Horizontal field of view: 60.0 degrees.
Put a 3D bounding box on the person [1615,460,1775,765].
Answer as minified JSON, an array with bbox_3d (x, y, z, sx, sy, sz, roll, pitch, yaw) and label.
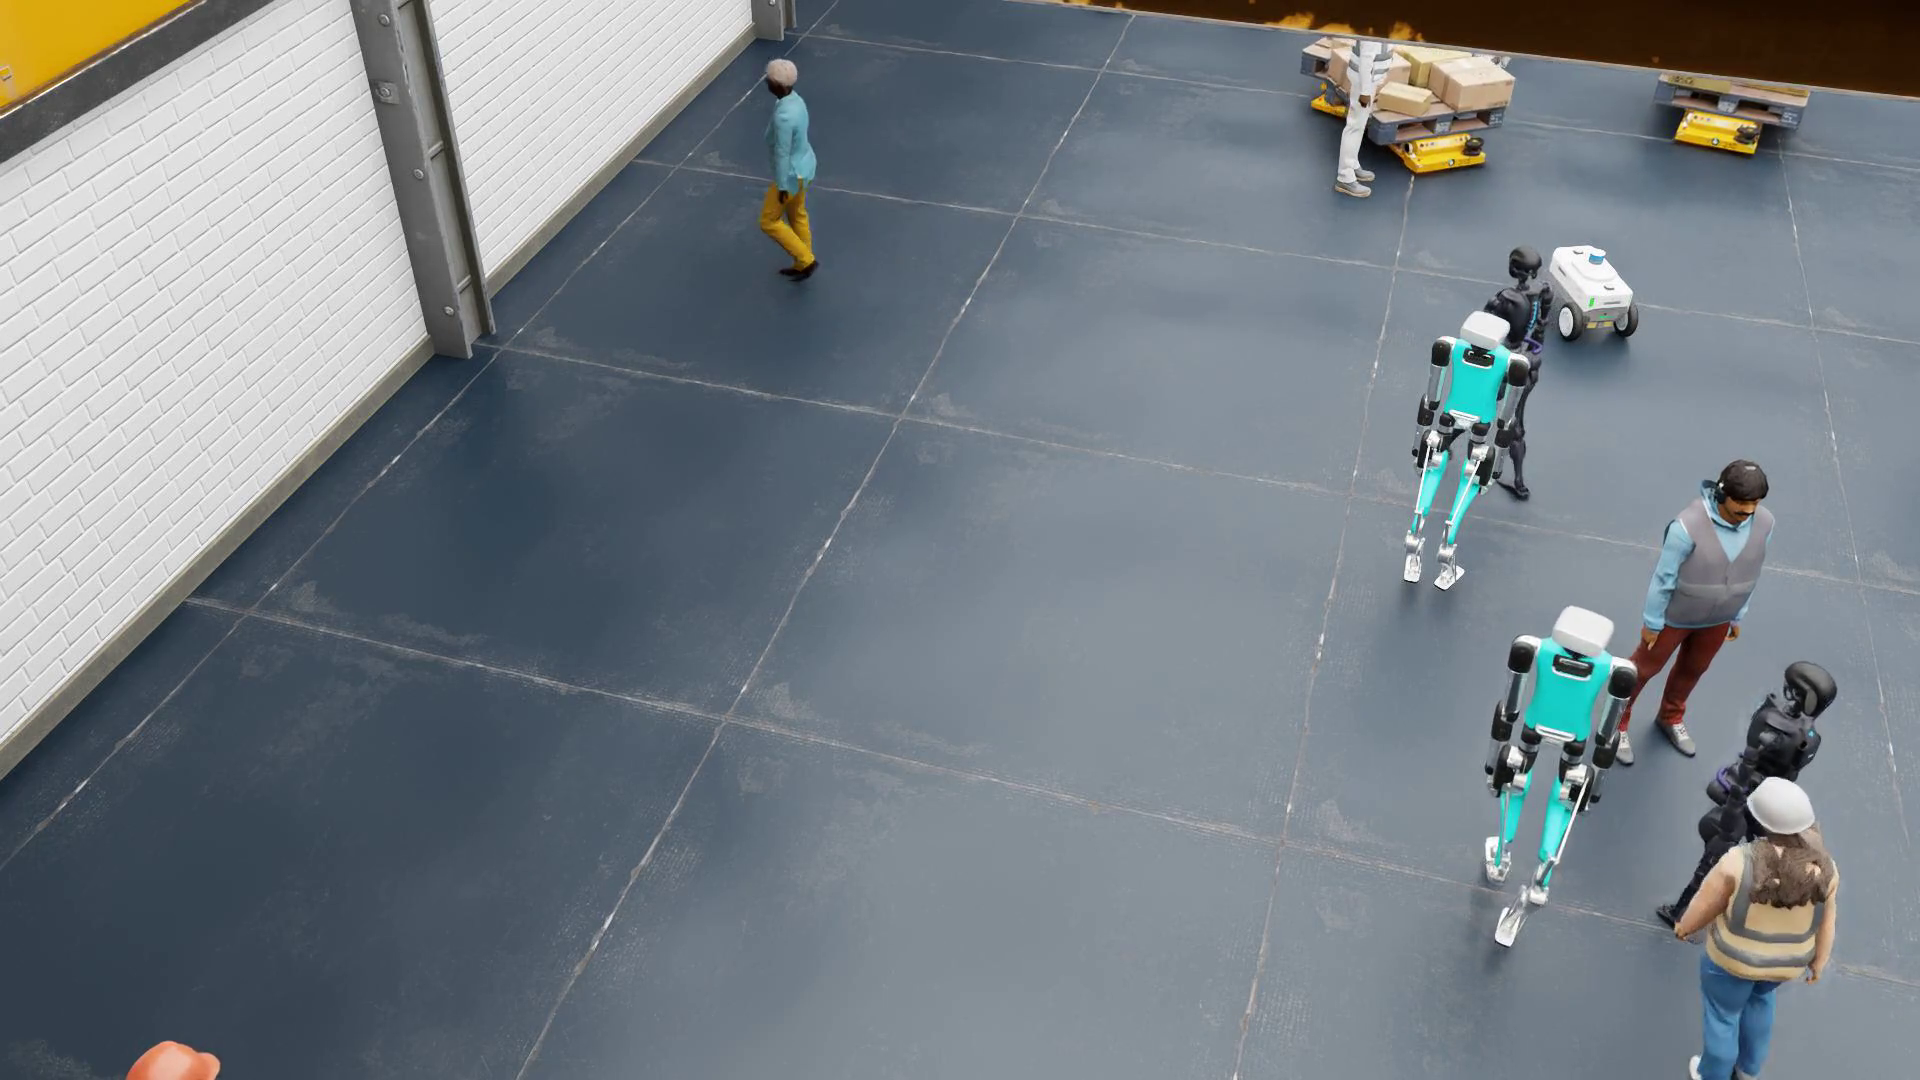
[{"bbox_3d":[3.642,0.348,8.300,0.527,1.870,0.416,-6,39,-7],"label":"person"}]

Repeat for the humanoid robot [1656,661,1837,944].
[{"bbox_3d":[3.520,1.182,7.412,0.599,1.644,0.403,-27,46,-29],"label":"humanoid robot"}]

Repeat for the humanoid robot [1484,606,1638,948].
[{"bbox_3d":[2.557,1.165,7.393,0.549,1.767,0.929,16,41,18],"label":"humanoid robot"}]

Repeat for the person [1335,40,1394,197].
[{"bbox_3d":[3.279,-3.700,13.320,0.355,1.882,0.573,13,40,15],"label":"person"}]

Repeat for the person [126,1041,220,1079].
[{"bbox_3d":[-2.484,2.379,5.720,0.543,1.932,0.372,-3,39,-4],"label":"person"}]

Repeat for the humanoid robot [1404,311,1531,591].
[{"bbox_3d":[2.710,-0.395,9.218,0.533,1.677,0.735,19,43,22],"label":"humanoid robot"}]

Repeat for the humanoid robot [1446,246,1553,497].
[{"bbox_3d":[3.351,-1.082,10.265,0.608,1.620,0.792,-19,43,-22],"label":"humanoid robot"}]

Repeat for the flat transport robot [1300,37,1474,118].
[{"bbox_3d":[3.866,-4.150,15.166,0.659,0.231,1.431,29,47,31],"label":"flat transport robot"}]

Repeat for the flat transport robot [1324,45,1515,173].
[{"bbox_3d":[3.920,-3.621,14.509,0.659,0.231,1.431,-11,40,-14],"label":"flat transport robot"}]

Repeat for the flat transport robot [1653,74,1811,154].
[{"bbox_3d":[6.828,-3.845,14.787,0.659,0.231,1.431,18,42,21],"label":"flat transport robot"}]

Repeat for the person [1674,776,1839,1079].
[{"bbox_3d":[3.228,1.664,6.795,0.527,1.684,0.496,3,39,4],"label":"person"}]

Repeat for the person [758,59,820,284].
[{"bbox_3d":[-1.268,-2.663,12.141,0.409,1.738,0.552,8,39,9],"label":"person"}]

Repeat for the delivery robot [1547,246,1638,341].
[{"bbox_3d":[4.551,-1.800,12.024,0.499,0.606,0.794,-5,39,-6],"label":"delivery robot"}]

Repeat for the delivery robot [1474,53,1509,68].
[{"bbox_3d":[4.876,-4.592,15.478,0.499,0.583,0.767,24,45,27],"label":"delivery robot"}]
